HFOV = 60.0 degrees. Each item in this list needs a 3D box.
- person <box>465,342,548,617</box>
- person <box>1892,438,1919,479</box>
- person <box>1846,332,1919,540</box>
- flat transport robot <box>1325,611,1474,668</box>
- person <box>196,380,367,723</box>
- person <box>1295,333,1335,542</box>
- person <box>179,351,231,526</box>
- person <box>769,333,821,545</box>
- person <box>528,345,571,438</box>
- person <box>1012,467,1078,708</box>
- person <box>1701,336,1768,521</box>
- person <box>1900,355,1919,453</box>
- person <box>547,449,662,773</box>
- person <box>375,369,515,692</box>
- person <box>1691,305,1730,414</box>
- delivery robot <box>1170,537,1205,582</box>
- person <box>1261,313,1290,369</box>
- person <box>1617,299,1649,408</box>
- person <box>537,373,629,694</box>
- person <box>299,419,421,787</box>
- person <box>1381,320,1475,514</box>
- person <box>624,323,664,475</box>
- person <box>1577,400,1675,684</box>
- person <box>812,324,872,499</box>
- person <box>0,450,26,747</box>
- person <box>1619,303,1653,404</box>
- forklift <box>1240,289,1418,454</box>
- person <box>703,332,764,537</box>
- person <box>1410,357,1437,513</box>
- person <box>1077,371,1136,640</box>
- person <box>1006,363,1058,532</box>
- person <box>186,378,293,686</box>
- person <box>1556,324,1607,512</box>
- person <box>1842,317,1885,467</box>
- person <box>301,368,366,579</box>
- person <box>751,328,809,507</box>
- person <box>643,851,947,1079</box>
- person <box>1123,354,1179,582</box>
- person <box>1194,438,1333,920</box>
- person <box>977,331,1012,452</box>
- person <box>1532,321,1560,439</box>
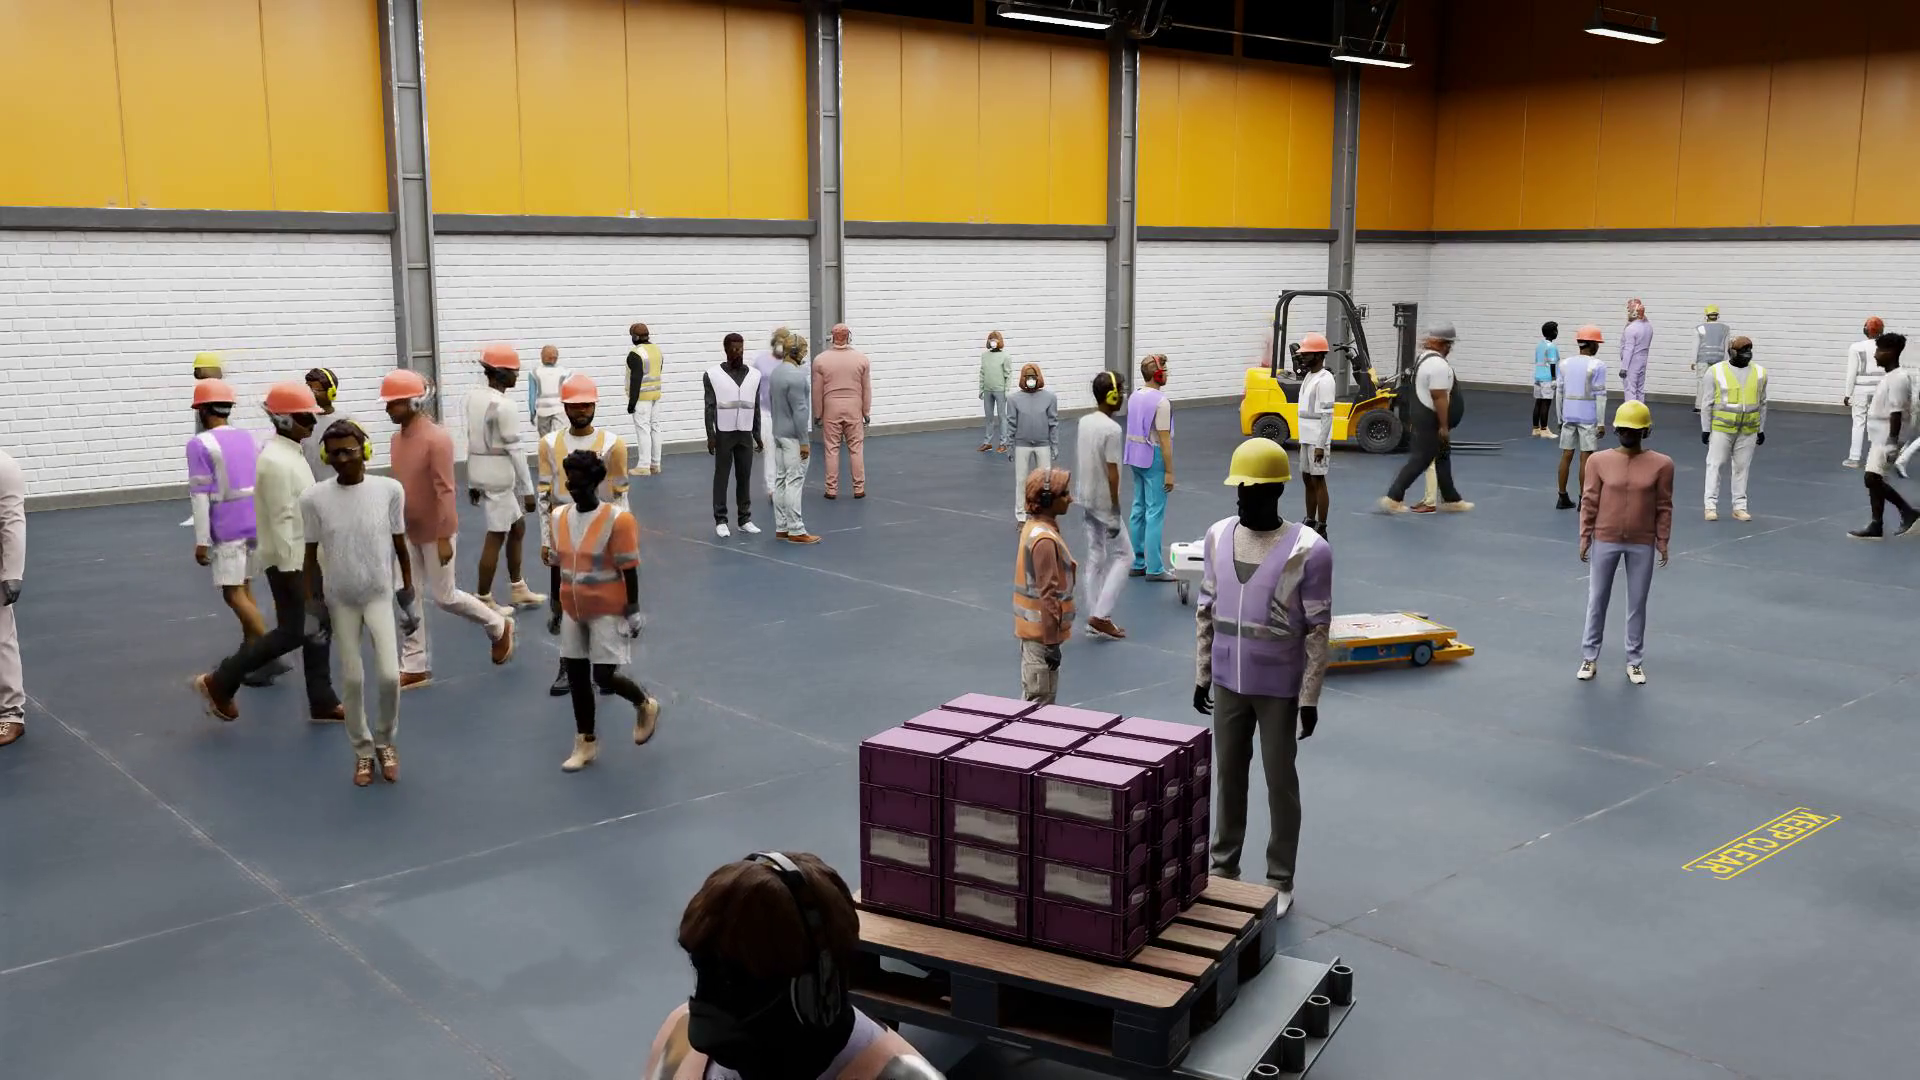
[{"bbox_3d":[-3.265,-0.430,12.136,0.814,2.011,0.632,-8,12,-38],"label":"person"},{"bbox_3d":[11.502,-1.499,19.595,0.821,1.603,0.506,0,10,-2],"label":"person"},{"bbox_3d":[8.560,-0.938,15.294,0.502,1.945,0.626,4,10,20],"label":"person"},{"bbox_3d":[2.564,0.658,10.861,1.431,0.197,0.652,-3,10,-20],"label":"flat transport robot"},{"bbox_3d":[-3.794,0.097,9.208,0.774,1.971,0.610,-2,10,-11],"label":"person"},{"bbox_3d":[3.236,-0.932,15.298,0.361,1.938,0.545,-2,10,-10],"label":"person"},{"bbox_3d":[-7.362,-1.024,16.508,0.488,1.715,0.838,10,14,44],"label":"person"},{"bbox_3d":[-1.536,-0.922,15.252,0.372,1.934,0.627,-5,11,-28],"label":"person"},{"bbox_3d":[-4.793,-1.489,19.569,0.534,1.594,0.869,-2,10,-12],"label":"person"},{"bbox_3d":[0.407,0.463,8.004,0.307,1.639,0.525,-1,10,-3],"label":"person"},{"bbox_3d":[7.721,-1.107,16.594,0.633,1.846,0.429,1,10,4],"label":"person"},{"bbox_3d":[12.829,-2.081,22.159,0.604,1.888,0.876,-4,11,-24],"label":"person"},{"bbox_3d":[-1.845,0.345,8.566,0.550,1.678,0.481,5,11,27],"label":"person"},{"bbox_3d":[-3.209,-0.077,10.223,0.619,1.961,0.812,7,12,37],"label":"person"},{"bbox_3d":[12.517,-3.009,27.777,0.588,1.829,0.404,1,10,8],"label":"person"},{"bbox_3d":[1.967,0.150,12.729,0.707,0.478,0.477,2,10,12],"label":"delivery robot"},{"bbox_3d":[5.159,-2.925,27.692,0.937,1.695,0.555,5,11,28],"label":"person"},{"bbox_3d":[11.612,-3.205,28.717,0.407,1.902,0.638,7,12,34],"label":"person"},{"bbox_3d":[-2.263,-0.030,10.006,0.546,1.942,0.348,0,10,-2],"label":"person"},{"bbox_3d":[-2.963,0.324,8.231,0.553,1.838,0.473,-4,10,-20],"label":"person"},{"bbox_3d":[4.817,-1.280,17.033,0.975,2.000,0.692,1,10,4],"label":"person"},{"bbox_3d":[-3.831,-1.698,20.087,0.430,1.838,0.620,3,10,19],"label":"person"},{"bbox_3d":[4.102,0.014,10.263,0.529,1.765,0.327,3,10,19],"label":"person"},{"bbox_3d":[-1.279,-1.390,18.070,0.640,1.909,0.409,-1,10,-7],"label":"person"},{"bbox_3d":[-5.359,0.166,8.946,0.641,1.913,0.407,1,10,3],"label":"person"},{"bbox_3d":[10.390,-2.694,25.691,0.641,1.913,0.407,-8,13,-40],"label":"person"},{"bbox_3d":[5.034,-2.339,22.783,2.313,2.155,1.214,3,10,16],"label":"forklift"},{"bbox_3d":[-2.144,-1.003,15.764,0.593,1.922,0.392,-7,12,-34],"label":"person"},{"bbox_3d":[4.801,-1.088,17.100,0.270,1.632,0.508,2,10,14],"label":"person"},{"bbox_3d":[1.000,-0.236,11.454,0.401,1.860,0.543,-5,11,-28],"label":"person"},{"bbox_3d":[0.690,-0.883,15.930,0.502,1.626,0.283,0,10,0],"label":"person"},{"bbox_3d":[-4.463,-0.059,10.370,0.781,1.892,0.571,4,11,23],"label":"person"},{"bbox_3d":[6.449,-1.261,17.233,0.373,1.933,0.550,-7,12,-34],"label":"person"},{"bbox_3d":[11.343,-1.838,20.759,0.575,1.884,0.355,1,10,4],"label":"person"},{"bbox_3d":[-4.415,-0.273,11.666,0.521,1.864,0.335,1,10,4],"label":"person"},{"bbox_3d":[-1.924,-1.308,17.660,0.651,1.881,0.962,-1,10,-3],"label":"person"},{"bbox_3d":[-0.242,1.326,2.368,0.626,1.840,0.430,8,13,40],"label":"person"},{"bbox_3d":[1.543,-0.583,13.512,0.389,1.850,0.565,-5,11,-25],"label":"person"},{"bbox_3d":[1.184,0.550,6.647,0.585,1.928,0.368,8,13,40],"label":"person"},{"bbox_3d":[0.465,-1.998,22.420,0.497,1.636,0.280,7,12,34],"label":"person"},{"bbox_3d":[8.504,-2.317,24.107,0.320,1.698,0.531,-1,10,-4],"label":"person"}]
